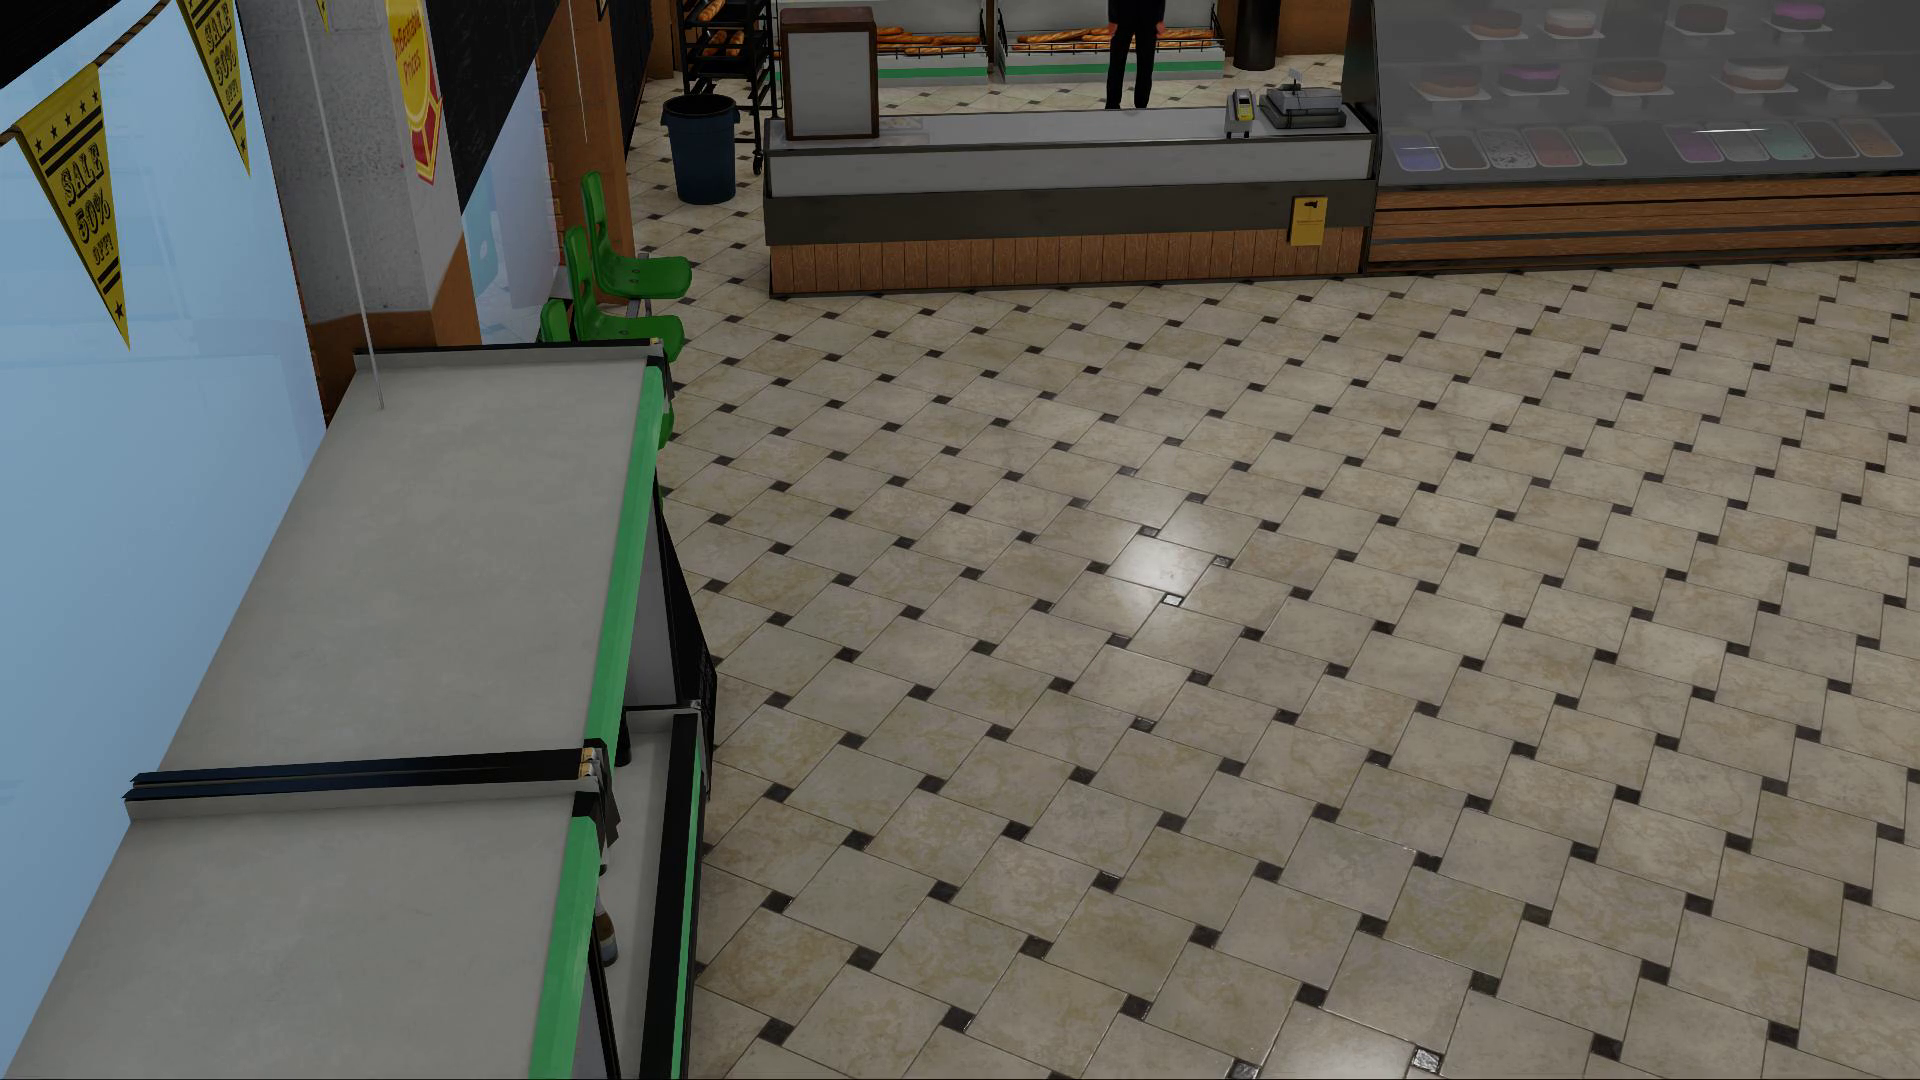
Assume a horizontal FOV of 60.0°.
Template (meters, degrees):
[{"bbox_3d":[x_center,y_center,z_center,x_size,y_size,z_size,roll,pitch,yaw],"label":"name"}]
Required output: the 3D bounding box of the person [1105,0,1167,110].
[{"bbox_3d":[1.431,-4.246,13.477,0.626,1.867,0.581,-2,32,-3],"label":"person"}]
